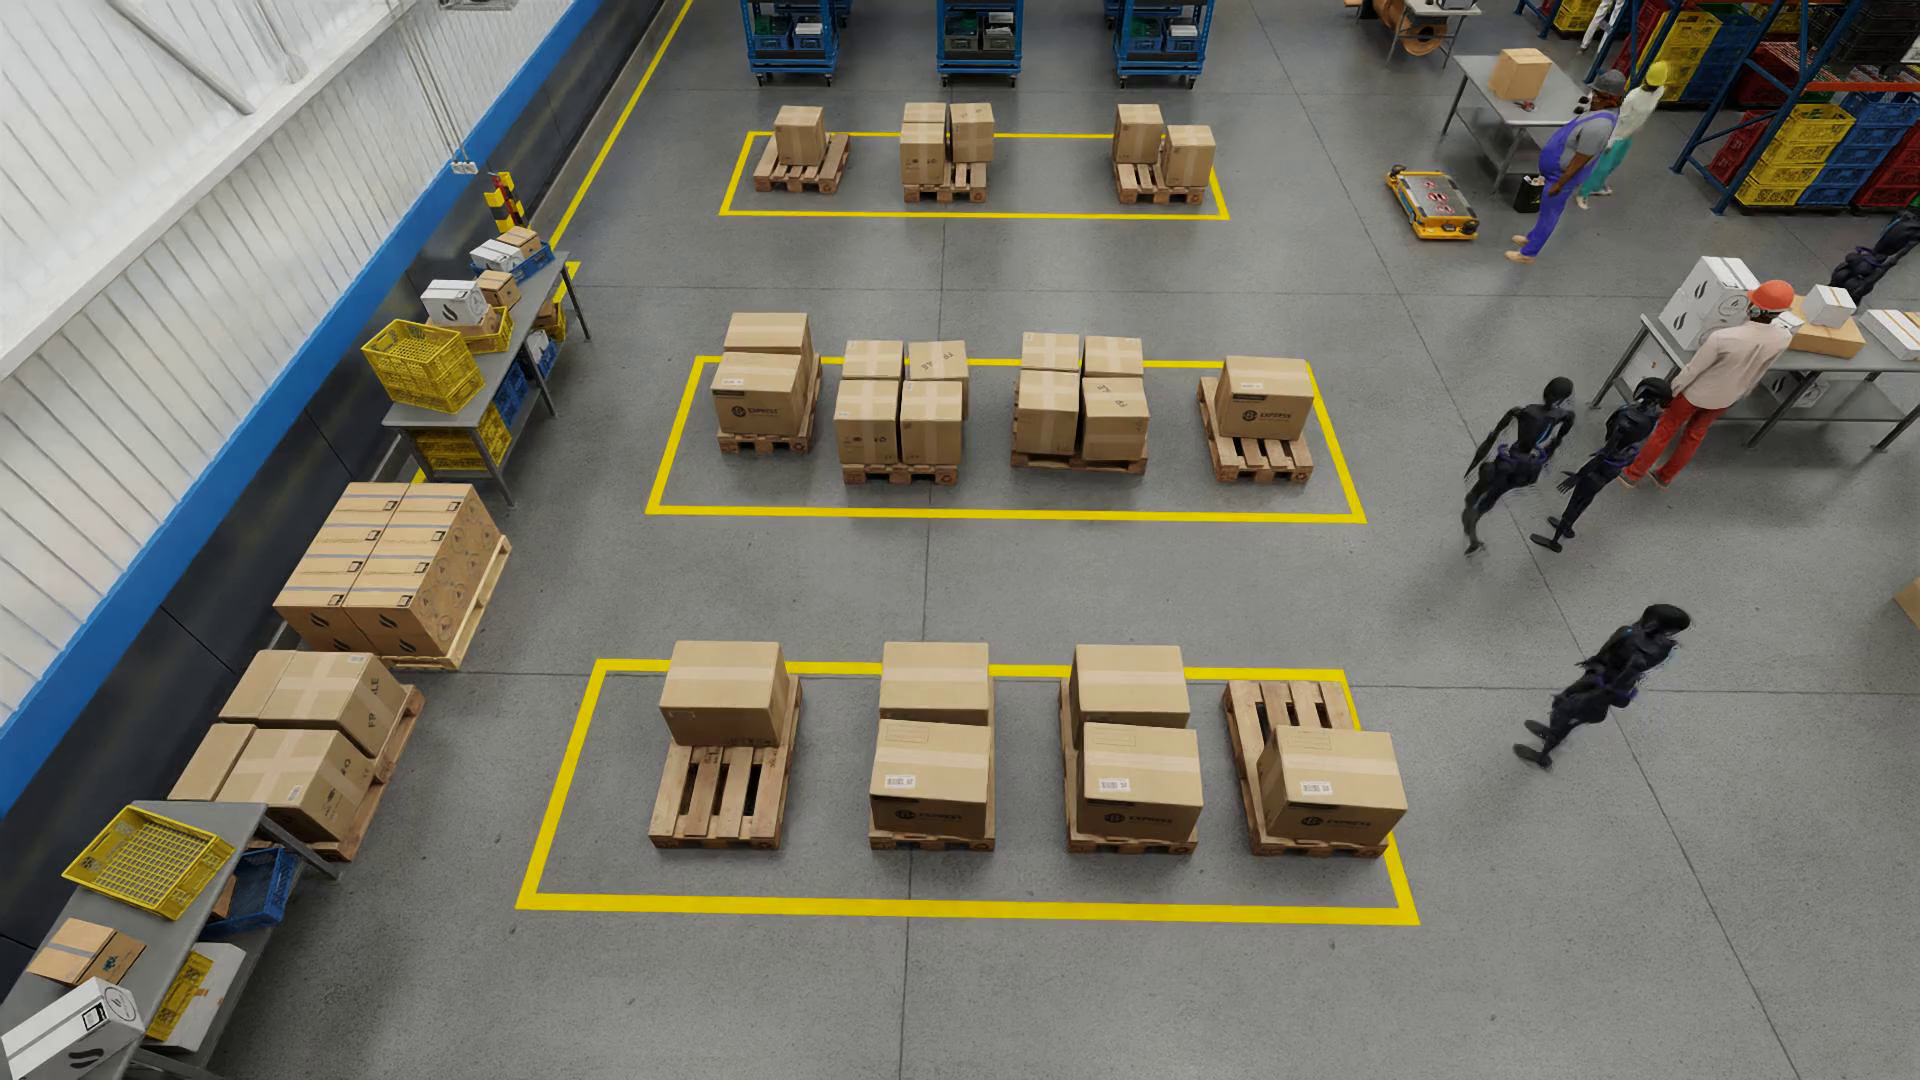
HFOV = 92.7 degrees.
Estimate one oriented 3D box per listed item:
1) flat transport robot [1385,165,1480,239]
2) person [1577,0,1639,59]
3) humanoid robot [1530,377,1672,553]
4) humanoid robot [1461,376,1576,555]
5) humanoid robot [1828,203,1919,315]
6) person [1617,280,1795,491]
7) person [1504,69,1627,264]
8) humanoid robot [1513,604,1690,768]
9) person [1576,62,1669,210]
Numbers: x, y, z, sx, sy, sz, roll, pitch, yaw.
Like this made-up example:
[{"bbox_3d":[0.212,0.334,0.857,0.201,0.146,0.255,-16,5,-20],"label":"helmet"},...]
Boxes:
[{"bbox_3d":[5.692,-4.094,11.059,0.652,0.197,1.431,1,49,1],"label":"flat transport robot"},{"bbox_3d":[9.769,-8.143,13.514,0.354,1.883,0.573,-33,57,-25],"label":"person"},{"bbox_3d":[4.952,-0.583,7.096,0.601,1.658,0.325,-31,56,-24],"label":"humanoid robot"},{"bbox_3d":[4.280,-0.544,7.082,0.586,1.627,0.522,3,49,2],"label":"humanoid robot"},{"bbox_3d":[8.747,-2.570,8.838,0.533,1.640,0.577,7,49,6],"label":"humanoid robot"},{"bbox_3d":[6.058,-1.213,7.451,0.613,1.987,0.400,2,49,2],"label":"person"},{"bbox_3d":[6.446,-3.965,9.795,0.536,2.000,0.674,28,55,22],"label":"person"},{"bbox_3d":[4.017,0.890,5.833,0.405,1.651,0.589,28,55,22],"label":"humanoid robot"},{"bbox_3d":[7.746,-4.698,10.637,0.720,1.716,0.371,-20,52,-16],"label":"person"}]
